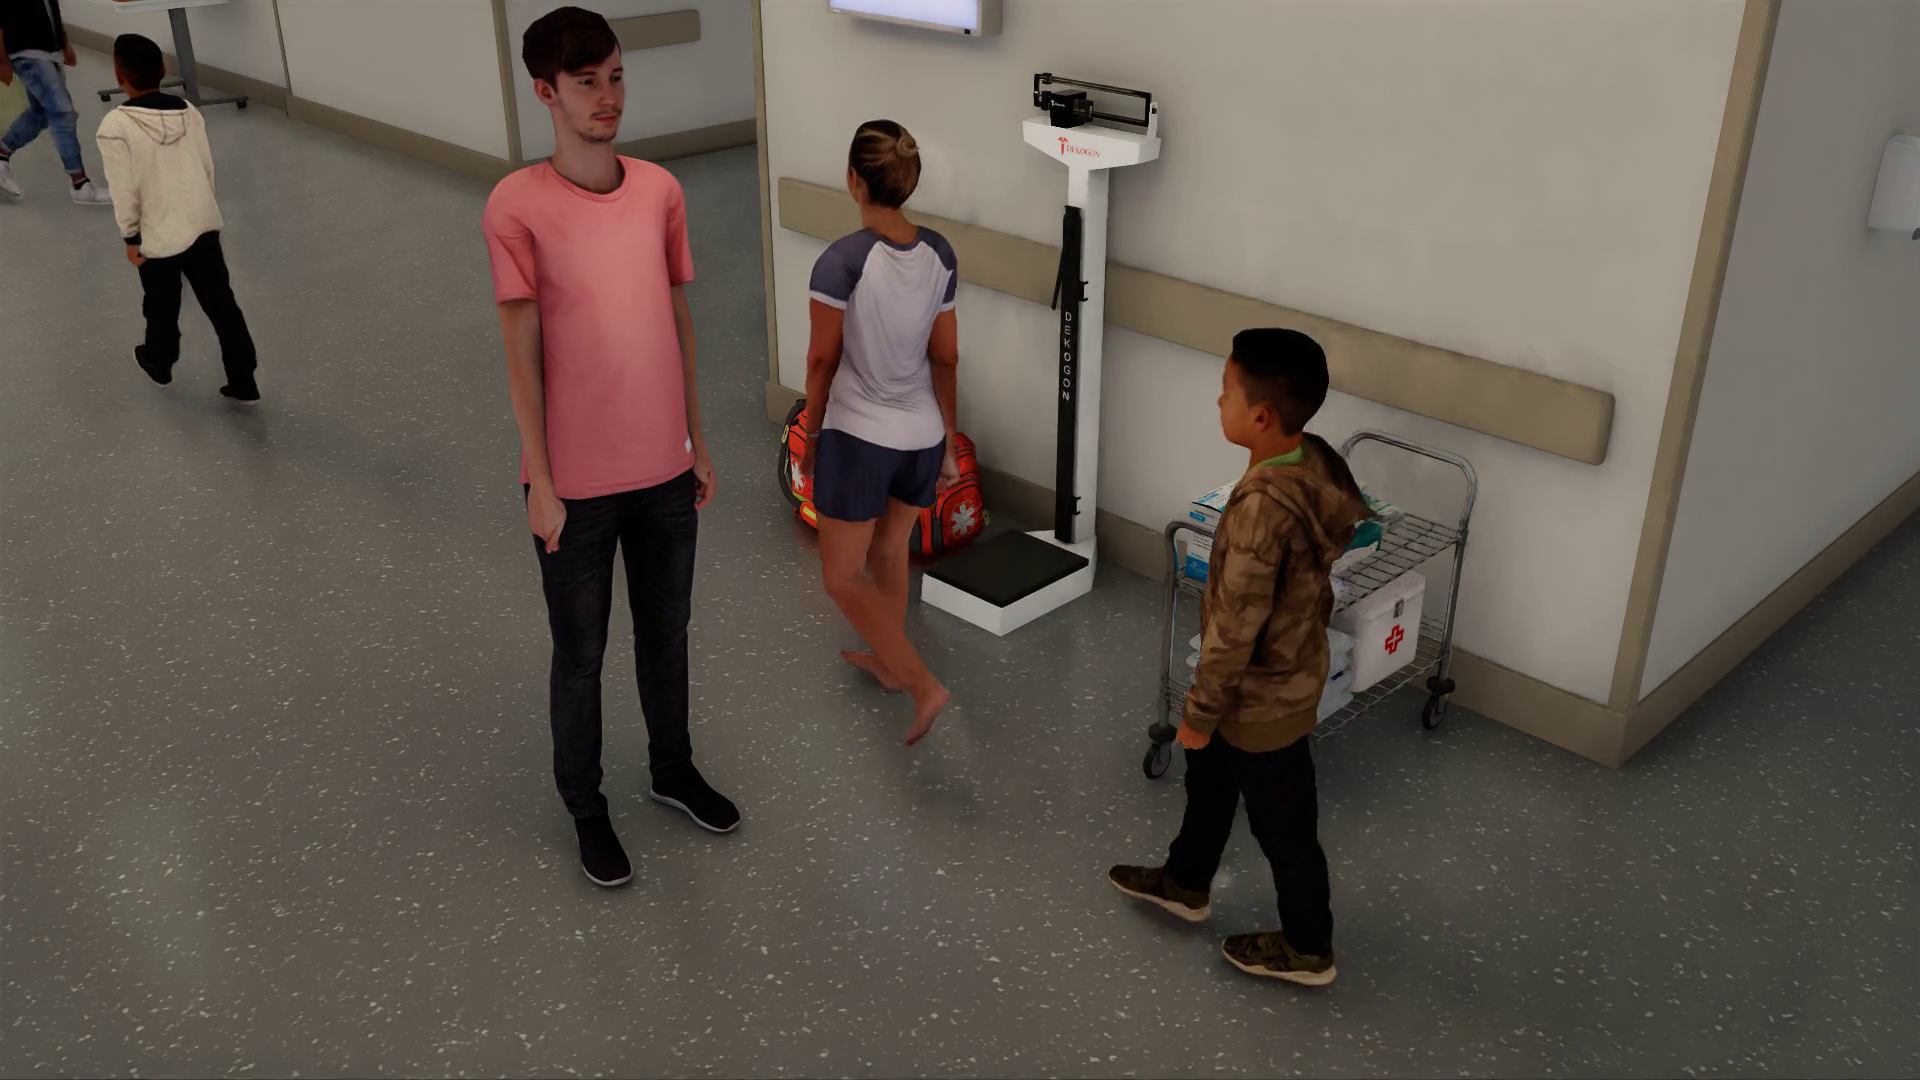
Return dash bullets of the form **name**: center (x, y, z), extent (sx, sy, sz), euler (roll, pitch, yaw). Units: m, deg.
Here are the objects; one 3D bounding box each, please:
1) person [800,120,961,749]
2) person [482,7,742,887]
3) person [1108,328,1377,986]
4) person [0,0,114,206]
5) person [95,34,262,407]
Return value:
- **person**: center (-0.169, -0.222, 4.233), extent (0.620, 1.603, 0.901), euler (-18, 31, -32)
- **person**: center (-0.785, -0.176, 3.729), extent (0.621, 1.959, 0.547), euler (-22, 33, -37)
- **person**: center (0.691, 0.284, 3.372), extent (0.878, 1.439, 0.750), euler (10, 28, 20)
- **person**: center (-5.273, -2.757, 9.285), extent (1.203, 1.781, 1.137), euler (0, 26, 1)
- **person**: center (-2.988, -1.178, 6.426), extent (0.951, 1.419, 0.638), euler (20, 32, 36)
